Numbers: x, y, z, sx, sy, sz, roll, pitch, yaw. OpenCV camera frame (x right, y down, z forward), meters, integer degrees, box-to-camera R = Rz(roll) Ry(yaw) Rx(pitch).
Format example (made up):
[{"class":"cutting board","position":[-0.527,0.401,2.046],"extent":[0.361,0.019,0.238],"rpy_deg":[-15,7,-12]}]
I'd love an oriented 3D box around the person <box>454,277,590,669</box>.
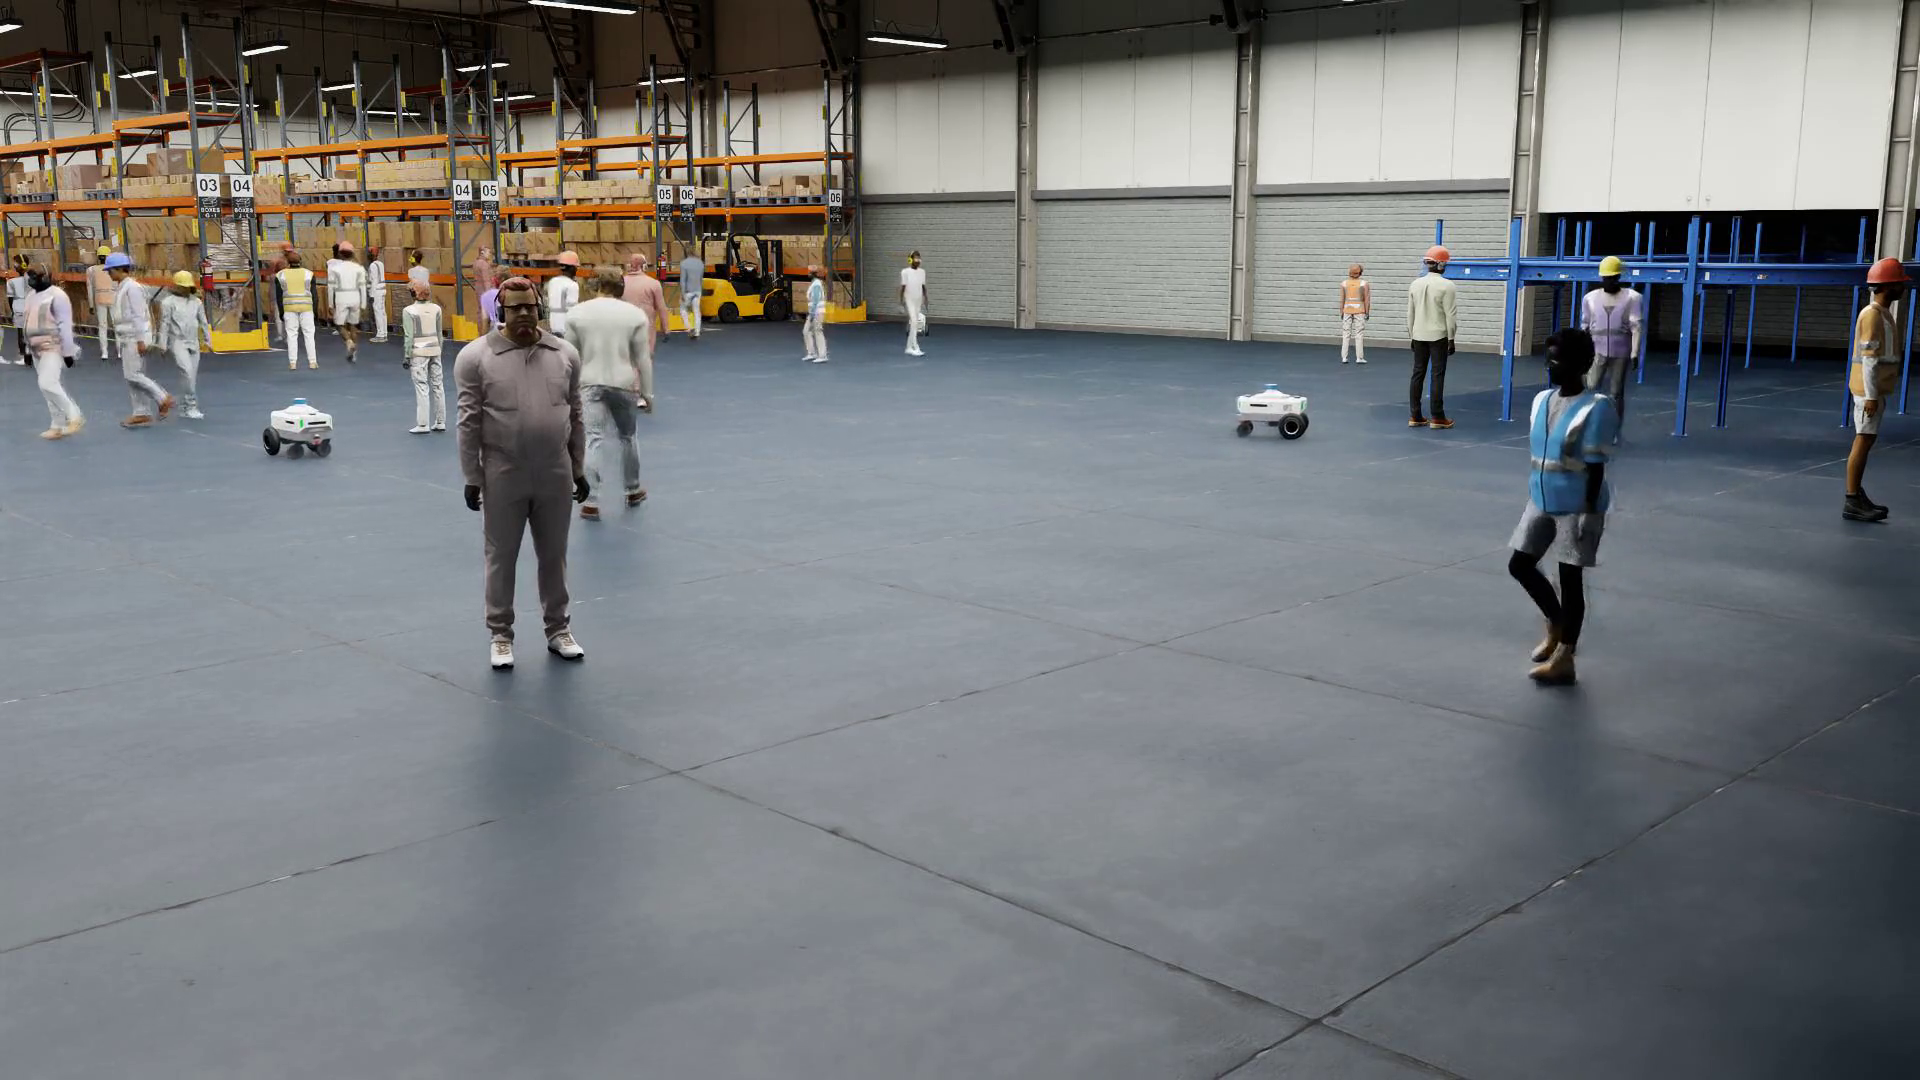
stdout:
[{"class":"person","position":[-2.138,-0.335,8.218],"extent":[0.651,1.907,0.409],"rpy_deg":[-7,12,-32]}]

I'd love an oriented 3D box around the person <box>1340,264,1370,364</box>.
[{"class":"person","position":[6.530,-3.741,27.524],"extent":[0.514,1.641,0.309],"rpy_deg":[7,12,32]}]

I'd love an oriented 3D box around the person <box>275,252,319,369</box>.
[{"class":"person","position":[-10.519,-3.643,26.437],"extent":[0.627,1.844,0.429],"rpy_deg":[-4,11,-20]}]

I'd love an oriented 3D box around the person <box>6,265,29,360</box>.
[{"class":"person","position":[-15.592,-3.817,27.775],"extent":[0.535,1.697,0.322],"rpy_deg":[-3,11,-16]}]

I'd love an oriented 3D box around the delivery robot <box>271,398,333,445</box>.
[{"class":"delivery robot","position":[-6.383,-1.132,16.118],"extent":[0.707,0.478,0.477],"rpy_deg":[10,14,44]}]

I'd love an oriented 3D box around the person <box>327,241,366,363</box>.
[{"class":"person","position":[-10.121,-3.929,27.503],"extent":[0.623,2.020,0.570],"rpy_deg":[-7,13,-34]}]

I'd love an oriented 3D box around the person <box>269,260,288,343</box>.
[{"class":"person","position":[-13.398,-4.711,32.865],"extent":[0.533,1.606,0.699],"rpy_deg":[-7,13,-35]}]

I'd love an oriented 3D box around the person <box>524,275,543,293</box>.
[{"class":"person","position":[-11.553,-6.949,44.965],"extent":[0.561,1.677,0.653],"rpy_deg":[-10,14,-42]}]

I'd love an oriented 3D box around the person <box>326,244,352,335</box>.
[{"class":"person","position":[-13.248,-5.361,35.592],"extent":[0.392,1.921,0.593],"rpy_deg":[9,14,40]}]

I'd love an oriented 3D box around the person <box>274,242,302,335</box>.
[{"class":"person","position":[-14.037,-5.280,35.046],"extent":[0.871,1.963,0.617],"rpy_deg":[7,13,34]}]

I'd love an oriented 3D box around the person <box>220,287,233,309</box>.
[{"class":"person","position":[-17.162,-5.848,38.390],"extent":[0.676,1.862,0.616],"rpy_deg":[8,13,37]}]

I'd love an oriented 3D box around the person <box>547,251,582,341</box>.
[{"class":"person","position":[-4.987,-2.651,20.822],"extent":[0.575,1.916,0.597],"rpy_deg":[8,13,39]}]

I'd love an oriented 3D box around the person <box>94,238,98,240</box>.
[{"class":"person","position":[-20.961,-6.313,40.466],"extent":[0.411,2.039,0.633],"rpy_deg":[10,14,42]}]

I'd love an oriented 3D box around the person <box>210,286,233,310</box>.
[{"class":"person","position":[-16.273,-5.564,36.626],"extent":[0.612,1.943,0.404],"rpy_deg":[3,11,16]}]

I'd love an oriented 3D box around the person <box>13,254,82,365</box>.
[{"class":"person","position":[-15.188,-3.831,27.581],"extent":[0.957,1.813,0.557],"rpy_deg":[-4,11,-21]}]

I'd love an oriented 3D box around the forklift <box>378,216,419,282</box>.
[{"class":"forklift","position":[-17.868,-9.201,54.028],"extent":[1.873,2.768,1.129],"rpy_deg":[-10,14,-44]}]

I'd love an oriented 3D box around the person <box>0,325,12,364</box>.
[{"class":"person","position":[-15.734,-3.634,27.008],"extent":[0.577,1.600,0.524],"rpy_deg":[-3,11,-17]}]

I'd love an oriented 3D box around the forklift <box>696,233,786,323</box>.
[{"class":"forklift","position":[-5.496,-6.489,41.108],"extent":[2.313,2.155,1.214],"rpy_deg":[-10,14,-44]}]

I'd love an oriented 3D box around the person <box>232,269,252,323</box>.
[{"class":"person","position":[-17.415,-6.228,40.164],"extent":[0.654,1.967,0.776],"rpy_deg":[-9,14,-41]}]

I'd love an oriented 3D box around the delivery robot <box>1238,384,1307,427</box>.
[{"class":"delivery robot","position":[3.305,-1.409,17.625],"extent":[0.707,0.478,0.477],"rpy_deg":[3,11,16]}]

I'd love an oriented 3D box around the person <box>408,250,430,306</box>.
[{"class":"person","position":[-9.543,-4.153,29.195],"extent":[0.580,1.848,0.550],"rpy_deg":[5,12,27]}]

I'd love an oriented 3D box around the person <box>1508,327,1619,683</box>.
[{"class":"person","position":[2.852,-0.160,7.881],"extent":[0.361,1.685,0.535],"rpy_deg":[-5,11,-24]}]

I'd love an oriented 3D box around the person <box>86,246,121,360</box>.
[{"class":"person","position":[-14.561,-4.049,28.416],"extent":[0.595,1.925,0.373],"rpy_deg":[-4,11,-19]}]

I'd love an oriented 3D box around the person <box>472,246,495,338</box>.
[{"class":"person","position":[-9.499,-4.931,33.300],"extent":[0.404,1.903,0.636],"rpy_deg":[-6,12,-31]}]

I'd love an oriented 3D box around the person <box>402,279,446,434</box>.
[{"class":"person","position":[-5.744,-1.963,17.823],"extent":[0.311,1.642,0.514],"rpy_deg":[6,12,30]}]

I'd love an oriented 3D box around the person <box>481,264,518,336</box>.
[{"class":"person","position":[-4.925,-2.115,18.216],"extent":[0.593,1.810,0.728],"rpy_deg":[-2,11,-11]}]

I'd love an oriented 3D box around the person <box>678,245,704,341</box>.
[{"class":"person","position":[-5.450,-4.995,33.616],"extent":[0.634,1.919,0.527],"rpy_deg":[-10,14,-44]}]

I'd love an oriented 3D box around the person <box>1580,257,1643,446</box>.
[{"class":"person","position":[6.478,-1.866,16.619],"extent":[0.611,1.893,0.830],"rpy_deg":[6,12,30]}]

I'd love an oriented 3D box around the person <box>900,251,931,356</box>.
[{"class":"person","position":[-0.781,-4.206,29.537],"extent":[0.567,1.862,0.611],"rpy_deg":[-8,13,-38]}]

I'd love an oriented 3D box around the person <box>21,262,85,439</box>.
[{"class":"person","position":[-9.479,-1.960,17.279],"extent":[0.621,1.831,0.432],"rpy_deg":[7,13,34]}]

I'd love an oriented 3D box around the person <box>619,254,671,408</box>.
[{"class":"person","position":[-3.916,-2.597,20.673],"extent":[0.649,1.871,0.900],"rpy_deg":[4,11,21]}]

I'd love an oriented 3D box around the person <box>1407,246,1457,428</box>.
[{"class":"person","position":[5.231,-2.247,18.407],"extent":[0.382,1.995,0.612],"rpy_deg":[-8,13,-37]}]

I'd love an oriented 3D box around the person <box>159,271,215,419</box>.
[{"class":"person","position":[-8.878,-2.235,19.128],"extent":[0.668,1.698,0.593],"rpy_deg":[6,12,29]}]

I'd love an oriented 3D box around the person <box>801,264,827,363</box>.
[{"class":"person","position":[-2.465,-3.751,27.594],"extent":[0.563,1.618,0.538],"rpy_deg":[-2,11,-10]}]

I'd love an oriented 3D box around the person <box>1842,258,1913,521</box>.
[{"class":"person","position":[6.854,-1.129,12.453],"extent":[0.344,1.942,0.547],"rpy_deg":[7,12,32]}]

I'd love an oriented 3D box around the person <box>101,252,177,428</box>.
[{"class":"person","position":[-9.103,-2.204,18.365],"extent":[0.518,1.923,0.634],"rpy_deg":[-10,14,-42]}]

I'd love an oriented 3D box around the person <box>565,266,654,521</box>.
[{"class":"person","position":[-2.674,-1.142,12.732],"extent":[0.647,1.874,0.871],"rpy_deg":[-2,11,-12]}]

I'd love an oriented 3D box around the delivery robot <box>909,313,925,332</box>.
[{"class":"delivery robot","position":[-0.909,-4.666,35.374],"extent":[0.477,0.478,0.707],"rpy_deg":[0,11,-1]}]

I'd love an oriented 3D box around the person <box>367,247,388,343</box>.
[{"class":"person","position":[-11.607,-4.882,33.085],"extent":[0.355,1.882,0.573],"rpy_deg":[0,10,-2]}]
